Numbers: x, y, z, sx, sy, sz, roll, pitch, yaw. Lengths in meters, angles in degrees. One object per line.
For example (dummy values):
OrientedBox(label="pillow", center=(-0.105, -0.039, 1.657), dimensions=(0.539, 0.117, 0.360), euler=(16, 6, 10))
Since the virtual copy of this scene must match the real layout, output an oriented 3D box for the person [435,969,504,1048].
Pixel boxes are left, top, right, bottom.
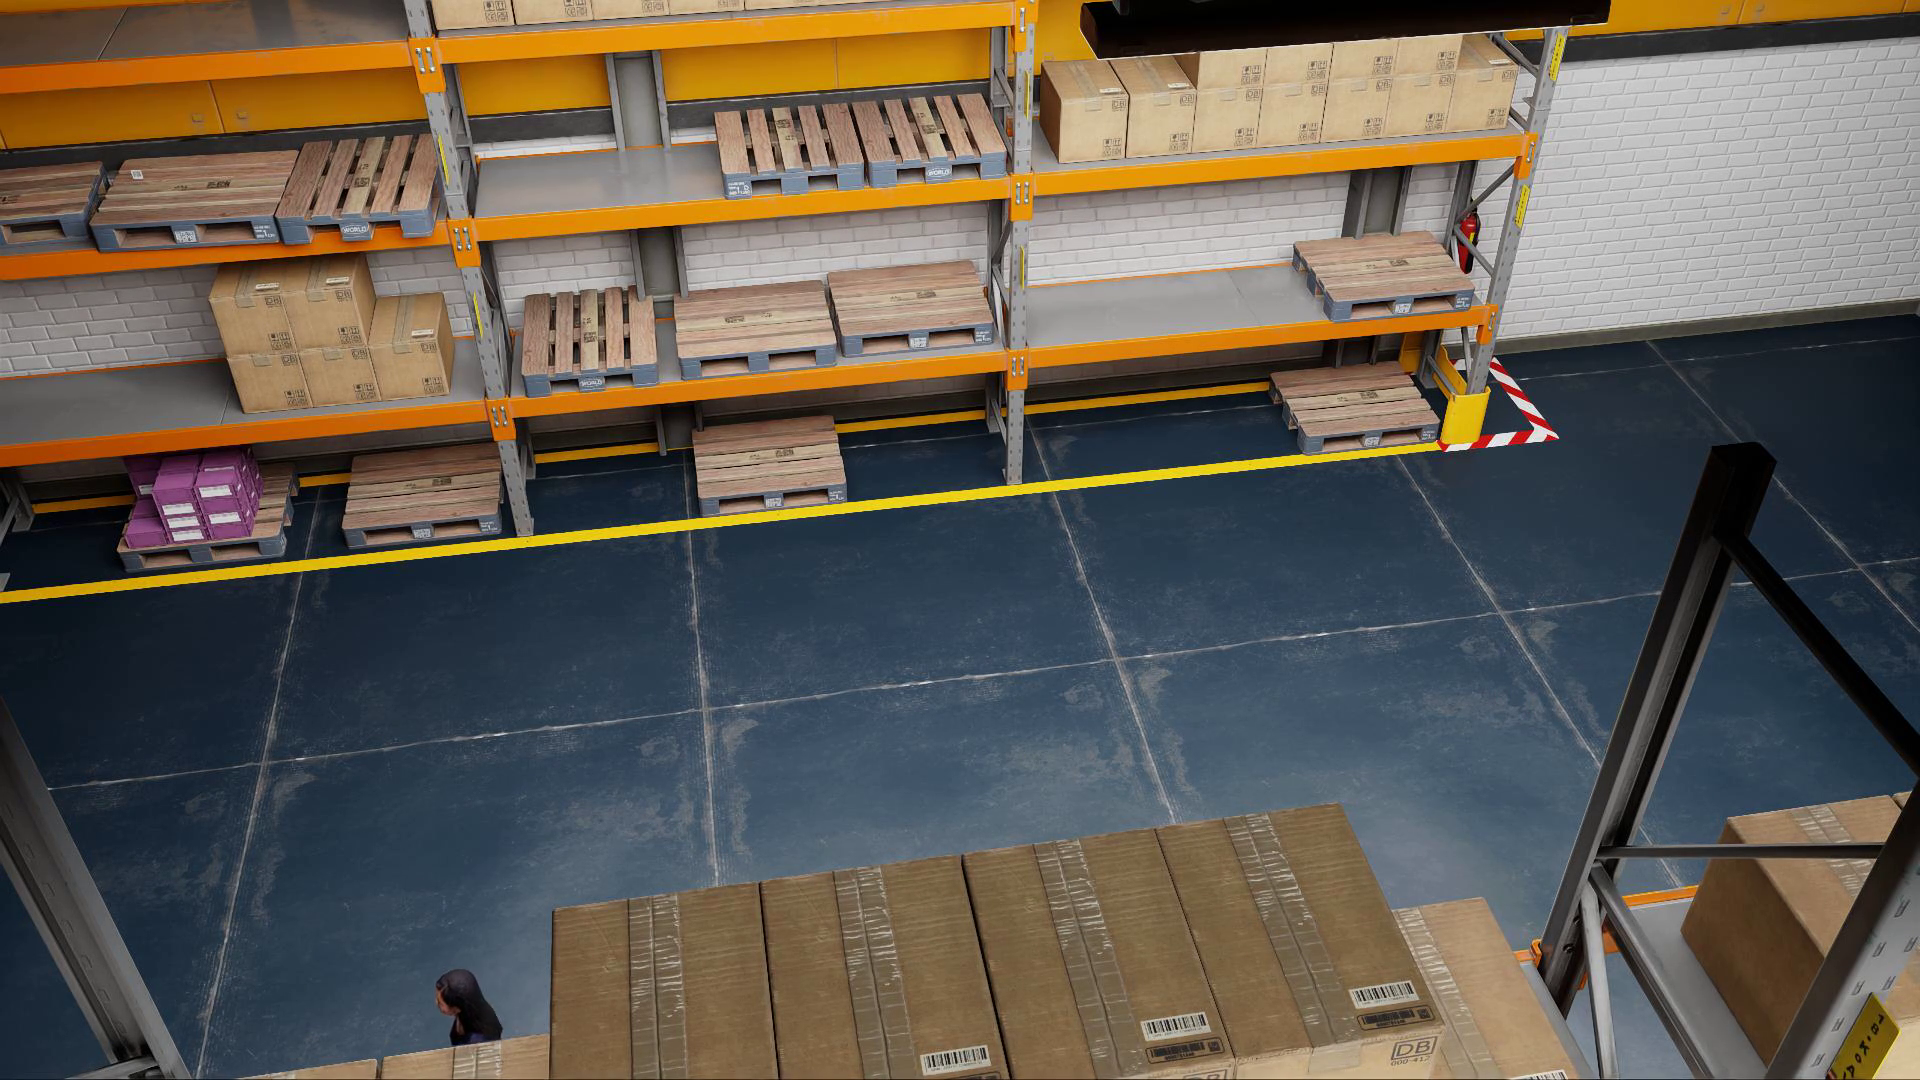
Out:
OrientedBox(label="person", center=(-2.319, 2.765, 8.445), dimensions=(1.003, 1.715, 0.730), euler=(-13, 40, -16))
